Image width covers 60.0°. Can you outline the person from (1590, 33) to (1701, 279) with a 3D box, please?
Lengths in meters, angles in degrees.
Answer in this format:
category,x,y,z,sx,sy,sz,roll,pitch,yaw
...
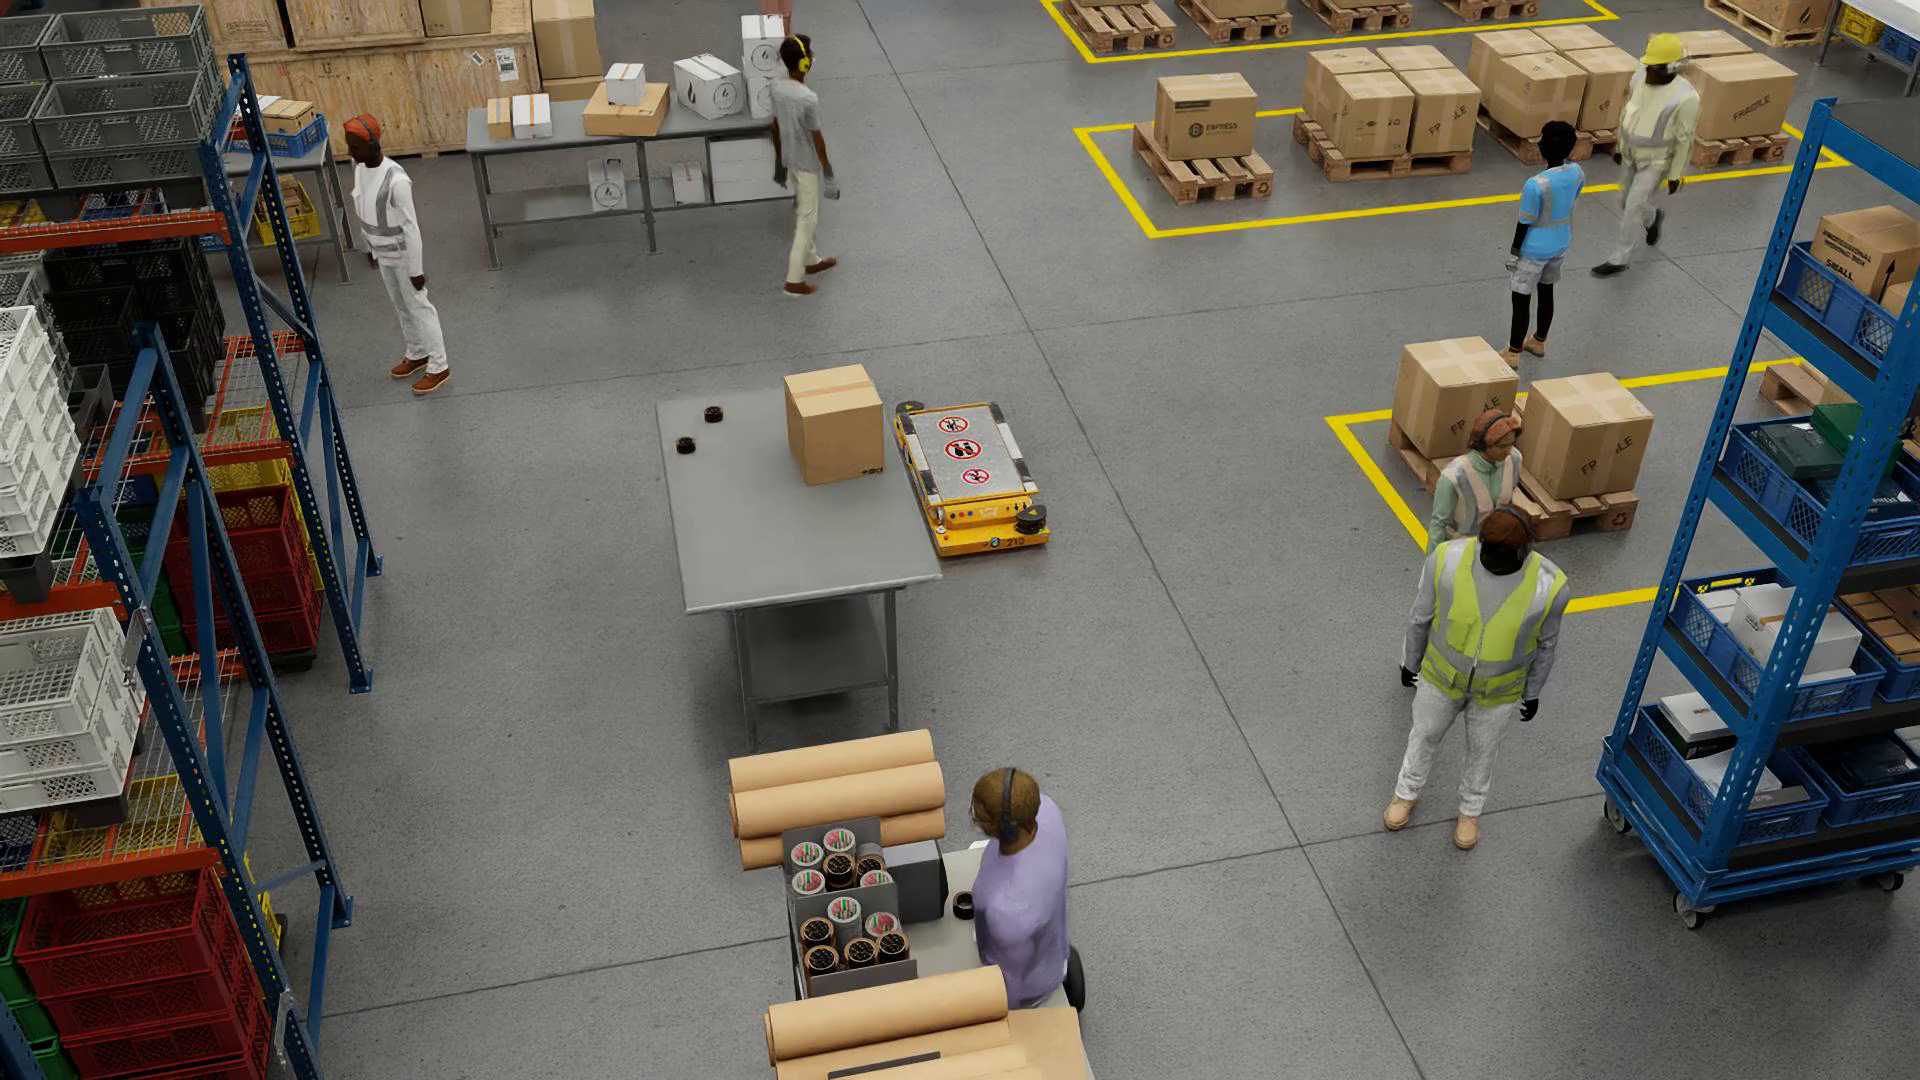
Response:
category,x,y,z,sx,sy,sz,roll,pitch,yaw
person,5.037,-2.810,12.041,0.740,1.799,0.626,-17,40,-21

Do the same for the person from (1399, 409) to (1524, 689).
category,x,y,z,sx,sy,sz,roll,pitch,yaw
person,2.525,0.044,8.341,0.519,1.632,0.317,-18,40,-23

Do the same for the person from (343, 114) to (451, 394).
category,x,y,z,sx,sy,sz,roll,pitch,yaw
person,-3.614,-1.834,10.658,0.338,1.881,0.576,-29,46,-33

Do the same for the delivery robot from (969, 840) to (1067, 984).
category,x,y,z,sx,sy,sz,roll,pitch,yaw
delivery robot,0.231,1.591,7.081,0.477,0.478,0.707,-5,37,-7

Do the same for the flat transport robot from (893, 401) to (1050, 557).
category,x,y,z,sx,sy,sz,roll,pitch,yaw
flat transport robot,0.046,-0.430,10.108,0.652,0.197,1.431,-8,37,-10

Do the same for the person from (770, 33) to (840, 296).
category,x,y,z,sx,sy,sz,roll,pitch,yaw
person,-1.119,-2.665,11.810,0.510,1.884,0.551,-26,44,-31

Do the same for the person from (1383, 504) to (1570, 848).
category,x,y,z,sx,sy,sz,roll,pitch,yaw
person,2.278,0.610,7.406,0.636,1.840,0.429,14,39,18

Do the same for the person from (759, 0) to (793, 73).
category,x,y,z,sx,sy,sz,roll,pitch,yaw
person,-1.642,-4.721,14.527,0.400,1.900,0.645,1,37,1

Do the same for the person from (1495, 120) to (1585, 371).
category,x,y,z,sx,sy,sz,roll,pitch,yaw
person,3.813,-1.935,10.952,0.534,1.691,0.322,-24,43,-29

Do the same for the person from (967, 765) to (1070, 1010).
category,x,y,z,sx,sy,sz,roll,pitch,yaw
person,0.207,1.552,6.070,0.372,1.930,0.627,8,37,11
